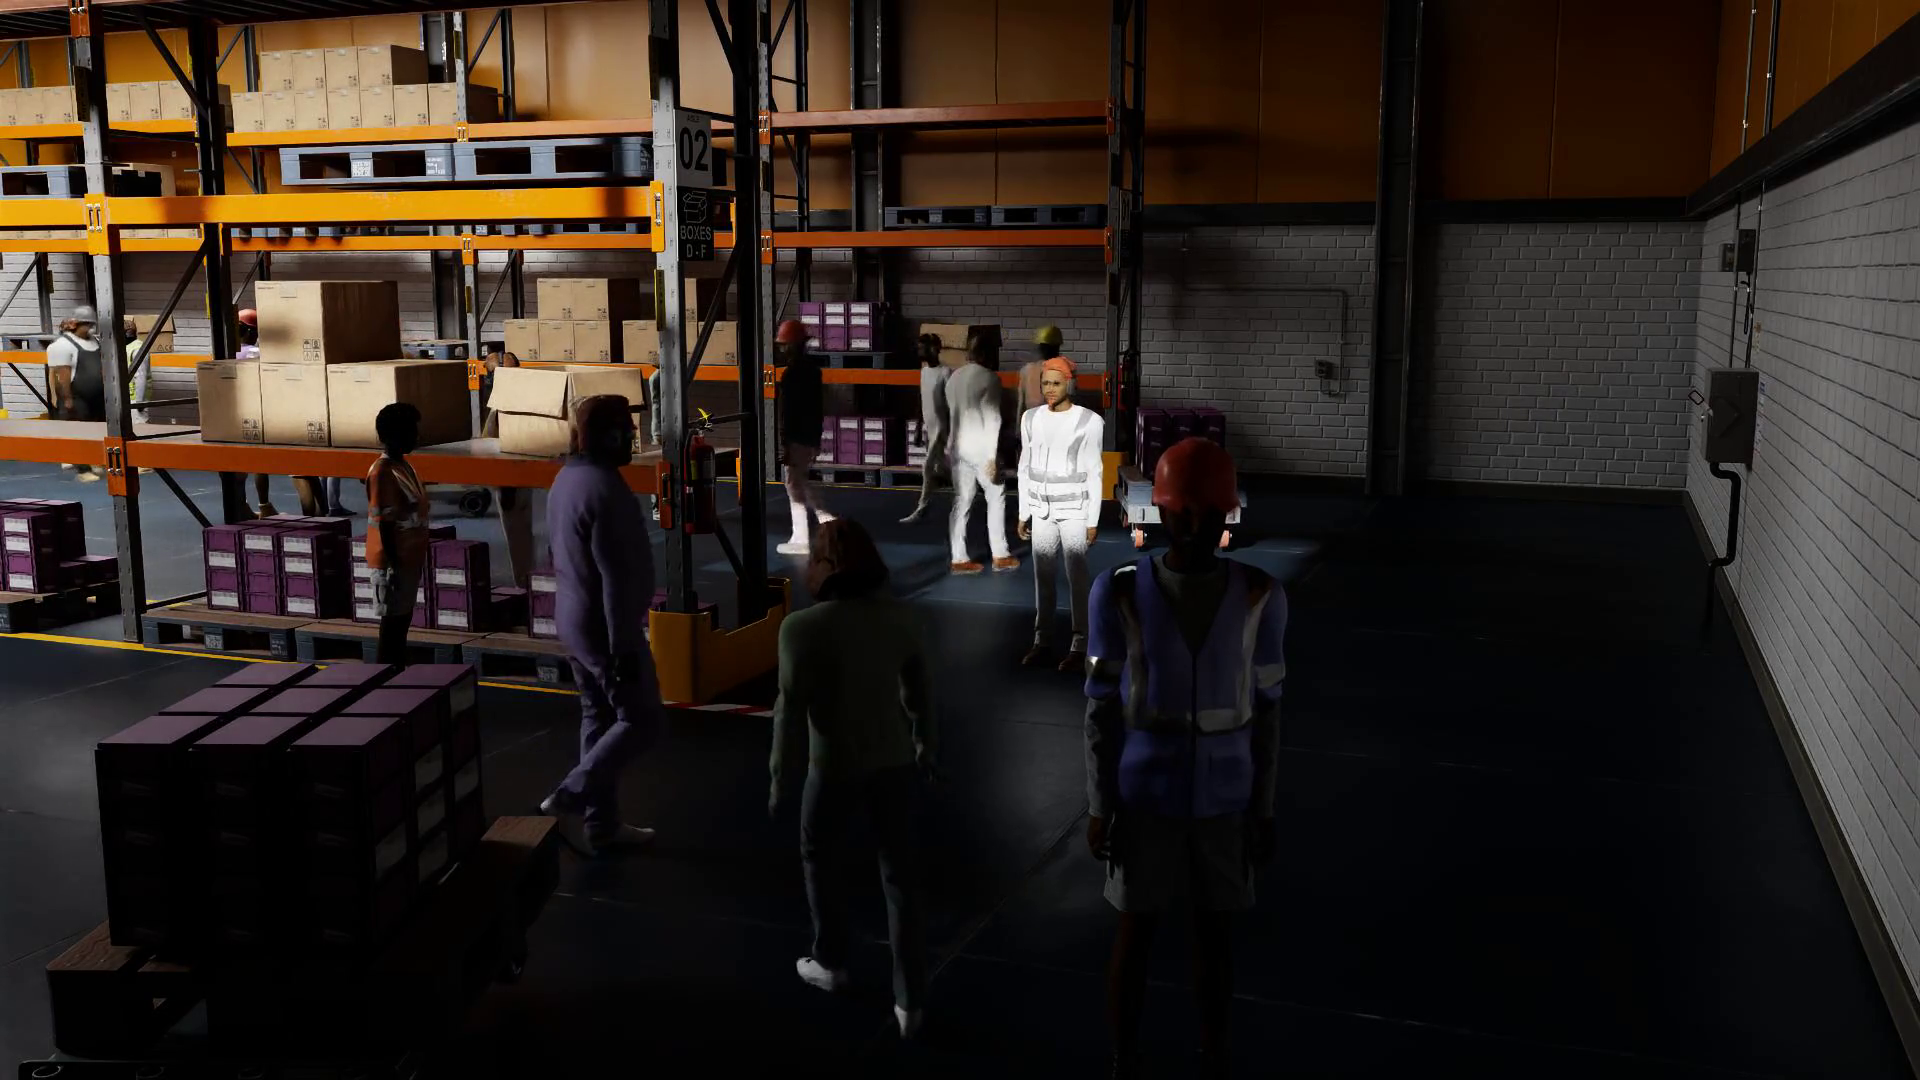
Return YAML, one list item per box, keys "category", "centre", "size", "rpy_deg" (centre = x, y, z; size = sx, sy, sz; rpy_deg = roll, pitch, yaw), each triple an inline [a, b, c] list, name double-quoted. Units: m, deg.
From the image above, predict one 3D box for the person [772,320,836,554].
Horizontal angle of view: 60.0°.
- category: "person"
  centre: [-1.341, -0.855, 13.997]
  size: [0.469, 1.980, 0.630]
  rpy_deg: [3, 10, 20]

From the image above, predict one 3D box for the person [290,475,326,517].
- category: "person"
  centre: [-5.708, -0.884, 14.330]
  size: [0.379, 1.937, 0.548]
  rpy_deg: [0, 9, 1]

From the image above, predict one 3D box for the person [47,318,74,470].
- category: "person"
  centre: [-10.820, -1.784, 20.280]
  size: [0.328, 1.842, 0.514]
  rpy_deg: [7, 12, 38]

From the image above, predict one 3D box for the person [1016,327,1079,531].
- category: "person"
  centre: [0.856, -1.042, 15.525]
  size: [0.598, 1.873, 1.000]
  rpy_deg: [9, 12, 43]

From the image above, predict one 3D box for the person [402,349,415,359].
- category: "person"
  centre: [-5.966, -1.364, 17.434]
  size: [0.569, 1.916, 0.625]
  rpy_deg: [-8, 12, -40]

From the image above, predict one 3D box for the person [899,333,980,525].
- category: "person"
  centre: [-0.183, -1.073, 15.915]
  size: [0.931, 1.826, 0.548]
  rpy_deg: [-6, 11, -34]

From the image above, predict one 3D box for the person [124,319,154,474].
- category: "person"
  centre: [-9.842, -1.699, 19.787]
  size: [0.429, 1.835, 0.624]
  rpy_deg: [-8, 12, -42]

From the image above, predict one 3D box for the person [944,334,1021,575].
- category: "person"
  centre: [0.158, -0.683, 13.239]
  size: [0.674, 1.884, 0.794]
  rpy_deg: [9, 13, 44]

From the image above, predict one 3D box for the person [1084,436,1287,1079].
- category: "person"
  centre: [0.605, 0.683, 4.491]
  size: [0.544, 1.938, 0.355]
  rpy_deg: [0, 9, -2]

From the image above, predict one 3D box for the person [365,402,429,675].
- category: "person"
  centre: [-2.968, 0.117, 8.812]
  size: [0.320, 1.692, 0.532]
  rpy_deg: [-1, 9, -7]

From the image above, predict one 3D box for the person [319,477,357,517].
- category: "person"
  centre: [-6.129, -1.111, 16.326]
  size: [0.518, 1.755, 0.357]
  rpy_deg: [9, 12, 43]

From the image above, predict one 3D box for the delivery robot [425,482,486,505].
- category: "delivery robot"
  centre: [-4.992, -0.550, 16.268]
  size: [0.707, 0.478, 0.477]
  rpy_deg: [-2, 9, -12]

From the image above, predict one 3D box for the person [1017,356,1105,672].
- category: "person"
  centre: [0.596, -0.155, 9.948]
  size: [0.577, 1.879, 0.351]
  rpy_deg: [6, 11, 35]

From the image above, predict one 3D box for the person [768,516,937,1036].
- category: "person"
  centre: [-0.348, 0.722, 5.285]
  size: [0.595, 1.594, 0.737]
  rpy_deg: [-4, 10, -24]

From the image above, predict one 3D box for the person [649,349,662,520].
- category: "person"
  centre: [-2.804, -1.056, 16.045]
  size: [0.309, 1.735, 0.484]
  rpy_deg: [2, 9, 15]

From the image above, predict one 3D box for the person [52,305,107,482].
- category: "person"
  centre: [-10.011, -1.687, 19.054]
  size: [0.535, 2.000, 0.703]
  rpy_deg: [3, 9, 16]

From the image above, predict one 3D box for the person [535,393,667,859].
- category: "person"
  centre: [-1.446, 0.360, 6.667]
  size: [0.476, 1.887, 0.666]
  rpy_deg: [-5, 10, -30]

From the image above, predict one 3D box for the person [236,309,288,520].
- category: "person"
  centre: [-6.737, -1.172, 15.833]
  size: [0.605, 2.037, 0.388]
  rpy_deg: [3, 10, 21]

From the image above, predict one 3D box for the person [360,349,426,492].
- category: "person"
  centre: [-4.407, -0.621, 13.002]
  size: [0.589, 1.834, 0.403]
  rpy_deg: [-5, 10, -27]

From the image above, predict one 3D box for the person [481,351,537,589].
- category: "person"
  centre: [-3.122, -0.388, 11.551]
  size: [0.429, 1.837, 0.626]
  rpy_deg: [-2, 9, -12]
